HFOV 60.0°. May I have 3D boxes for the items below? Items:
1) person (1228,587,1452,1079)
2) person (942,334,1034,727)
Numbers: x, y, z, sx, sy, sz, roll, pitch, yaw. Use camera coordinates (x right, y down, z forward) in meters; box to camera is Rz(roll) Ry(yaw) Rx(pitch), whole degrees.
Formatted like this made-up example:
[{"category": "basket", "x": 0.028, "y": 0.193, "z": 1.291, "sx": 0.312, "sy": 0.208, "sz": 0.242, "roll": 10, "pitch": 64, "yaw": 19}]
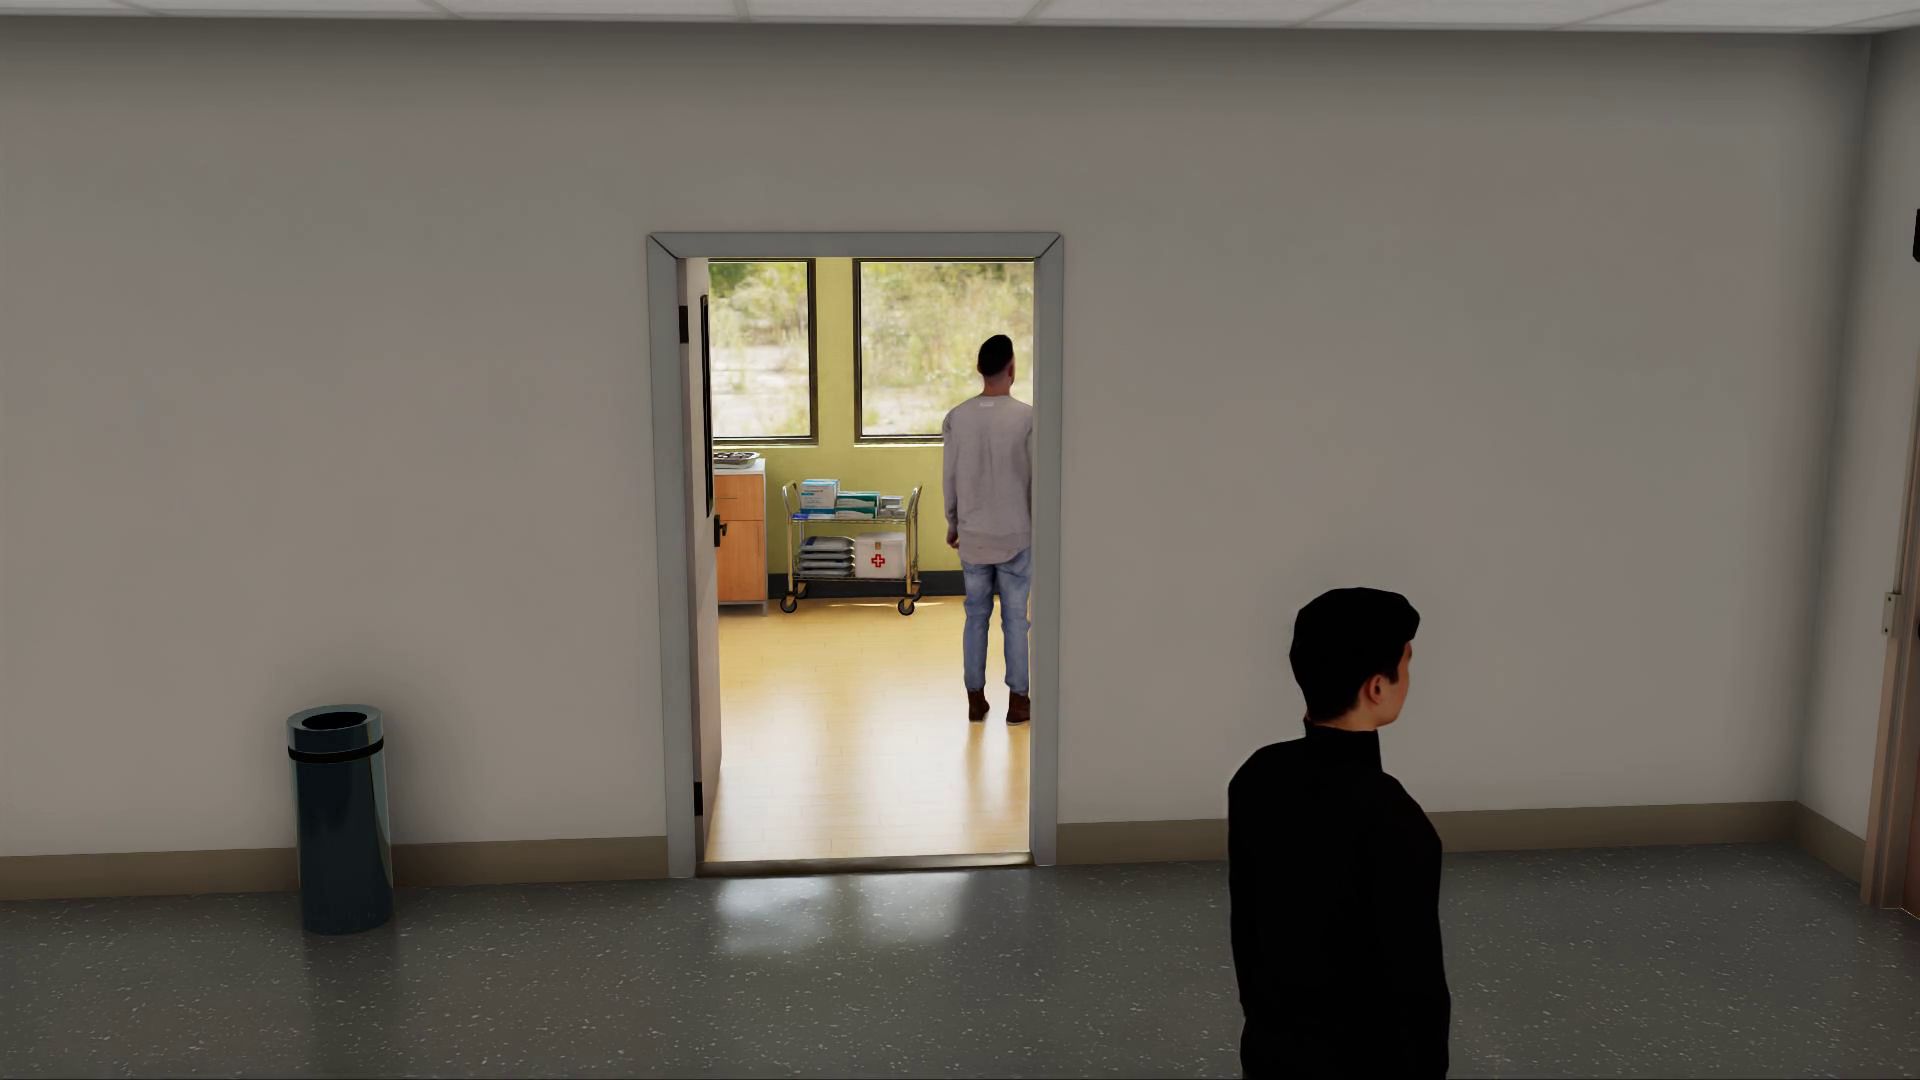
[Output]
[{"category": "person", "x": 0.675, "y": 0.925, "z": 3.005, "sx": 0.703, "sy": 1.723, "sz": 0.723, "roll": -7, "pitch": 13, "yaw": -31}, {"category": "person", "x": 0.174, "y": -0.049, "z": 7.823, "sx": 0.663, "sy": 1.839, "sz": 0.818, "roll": 4, "pitch": 11, "yaw": 19}]
